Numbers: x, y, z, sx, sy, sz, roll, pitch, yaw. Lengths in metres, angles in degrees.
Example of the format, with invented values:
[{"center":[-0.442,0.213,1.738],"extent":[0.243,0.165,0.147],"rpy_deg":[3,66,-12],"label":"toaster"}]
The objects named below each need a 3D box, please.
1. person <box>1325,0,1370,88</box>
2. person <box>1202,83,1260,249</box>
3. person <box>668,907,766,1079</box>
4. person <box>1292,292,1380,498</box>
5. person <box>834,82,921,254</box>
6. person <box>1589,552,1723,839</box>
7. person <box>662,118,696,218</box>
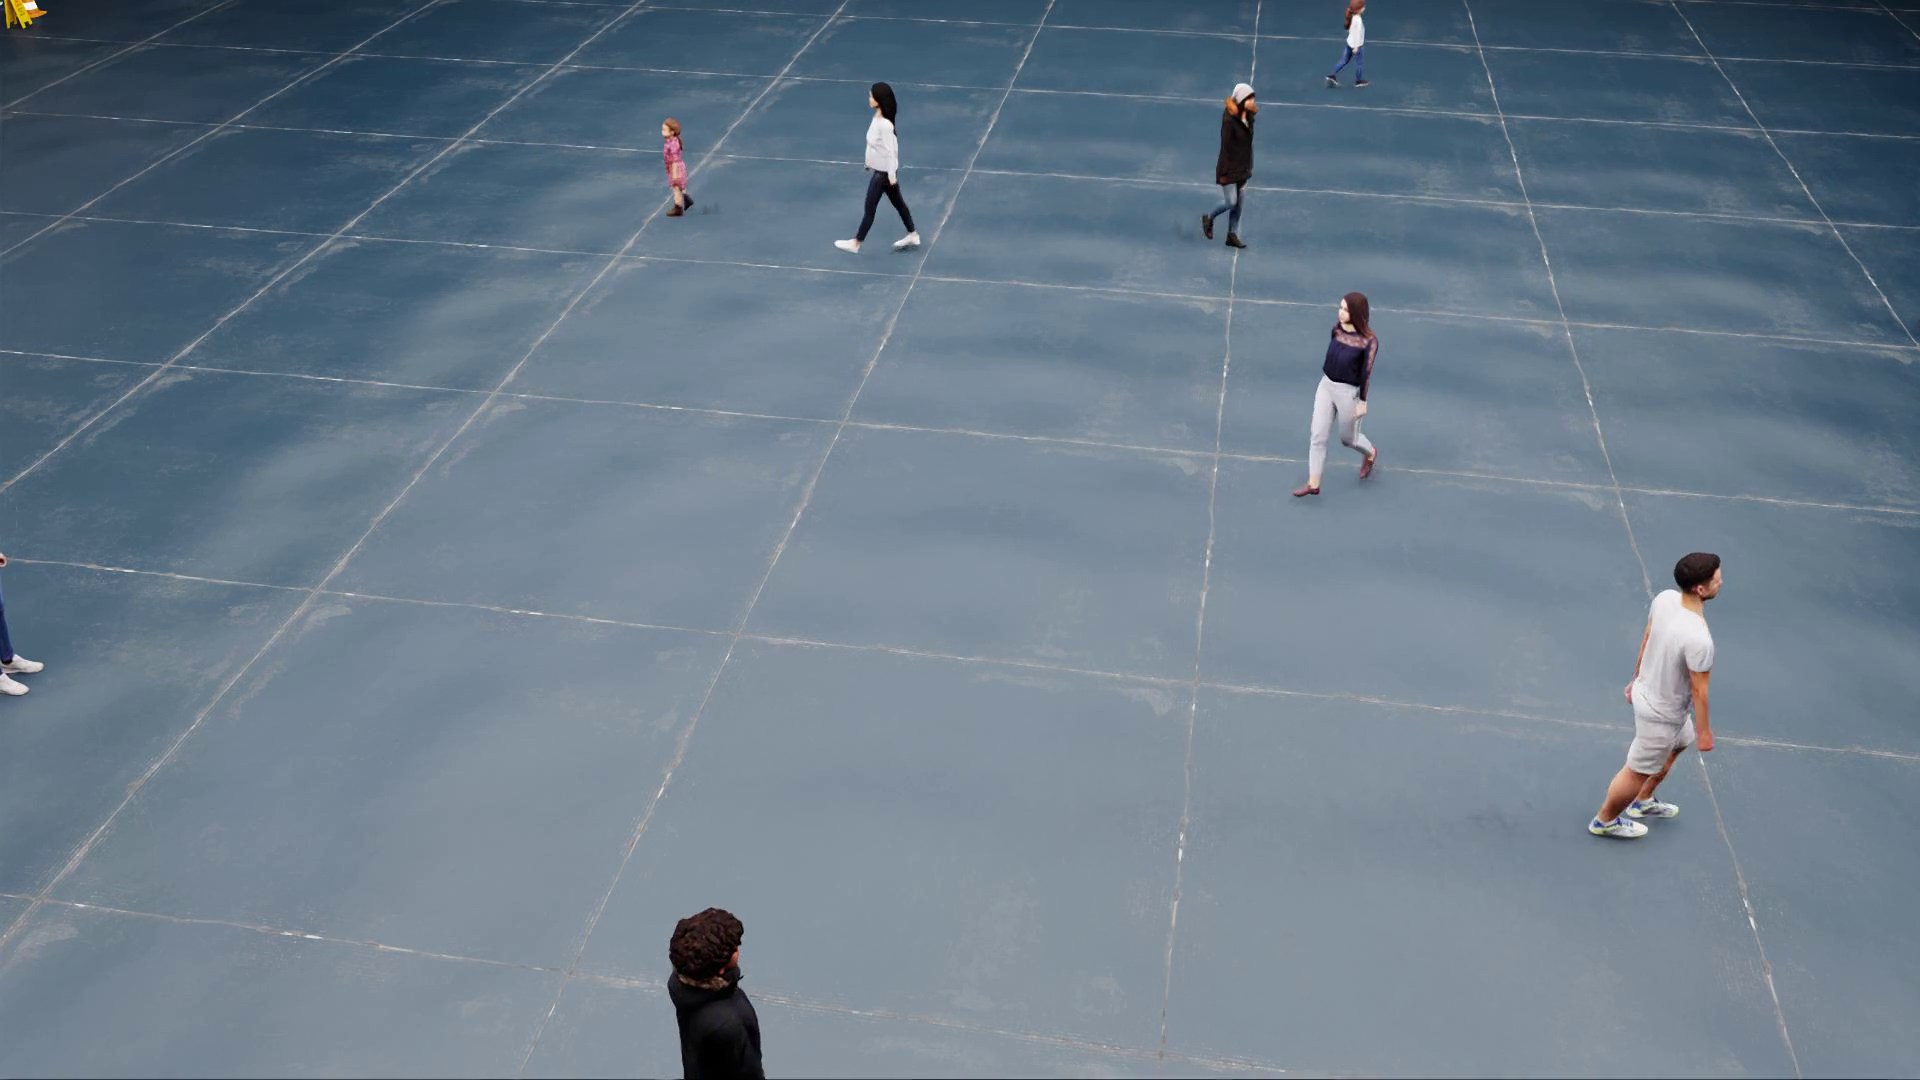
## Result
[{"center":[4.860,-6.196,20.740],"extent":[0.827,1.092,0.619],"rpy_deg":[-6,33,-10],"label":"person"},{"center":[2.621,-3.641,16.190],"extent":[0.828,1.624,0.894],"rpy_deg":[-26,41,-35],"label":"person"},{"center":[-1.024,2.255,6.723],"extent":[1.185,1.753,1.057],"rpy_deg":[-16,36,-23],"label":"person"},{"center":[2.832,-1.047,12.115],"extent":[1.066,1.585,0.989],"rpy_deg":[-19,37,-27],"label":"person"},{"center":[-0.641,-3.551,16.021],"extent":[1.187,1.653,0.908],"rpy_deg":[-6,33,-10],"label":"person"},{"center":[3.646,0.869,8.840],"extent":[0.760,1.839,0.709],"rpy_deg":[3,32,5],"label":"person"},{"center":[-2.876,-3.817,17.035],"extent":[0.598,1.020,0.525],"rpy_deg":[-7,33,-10],"label":"person"}]
